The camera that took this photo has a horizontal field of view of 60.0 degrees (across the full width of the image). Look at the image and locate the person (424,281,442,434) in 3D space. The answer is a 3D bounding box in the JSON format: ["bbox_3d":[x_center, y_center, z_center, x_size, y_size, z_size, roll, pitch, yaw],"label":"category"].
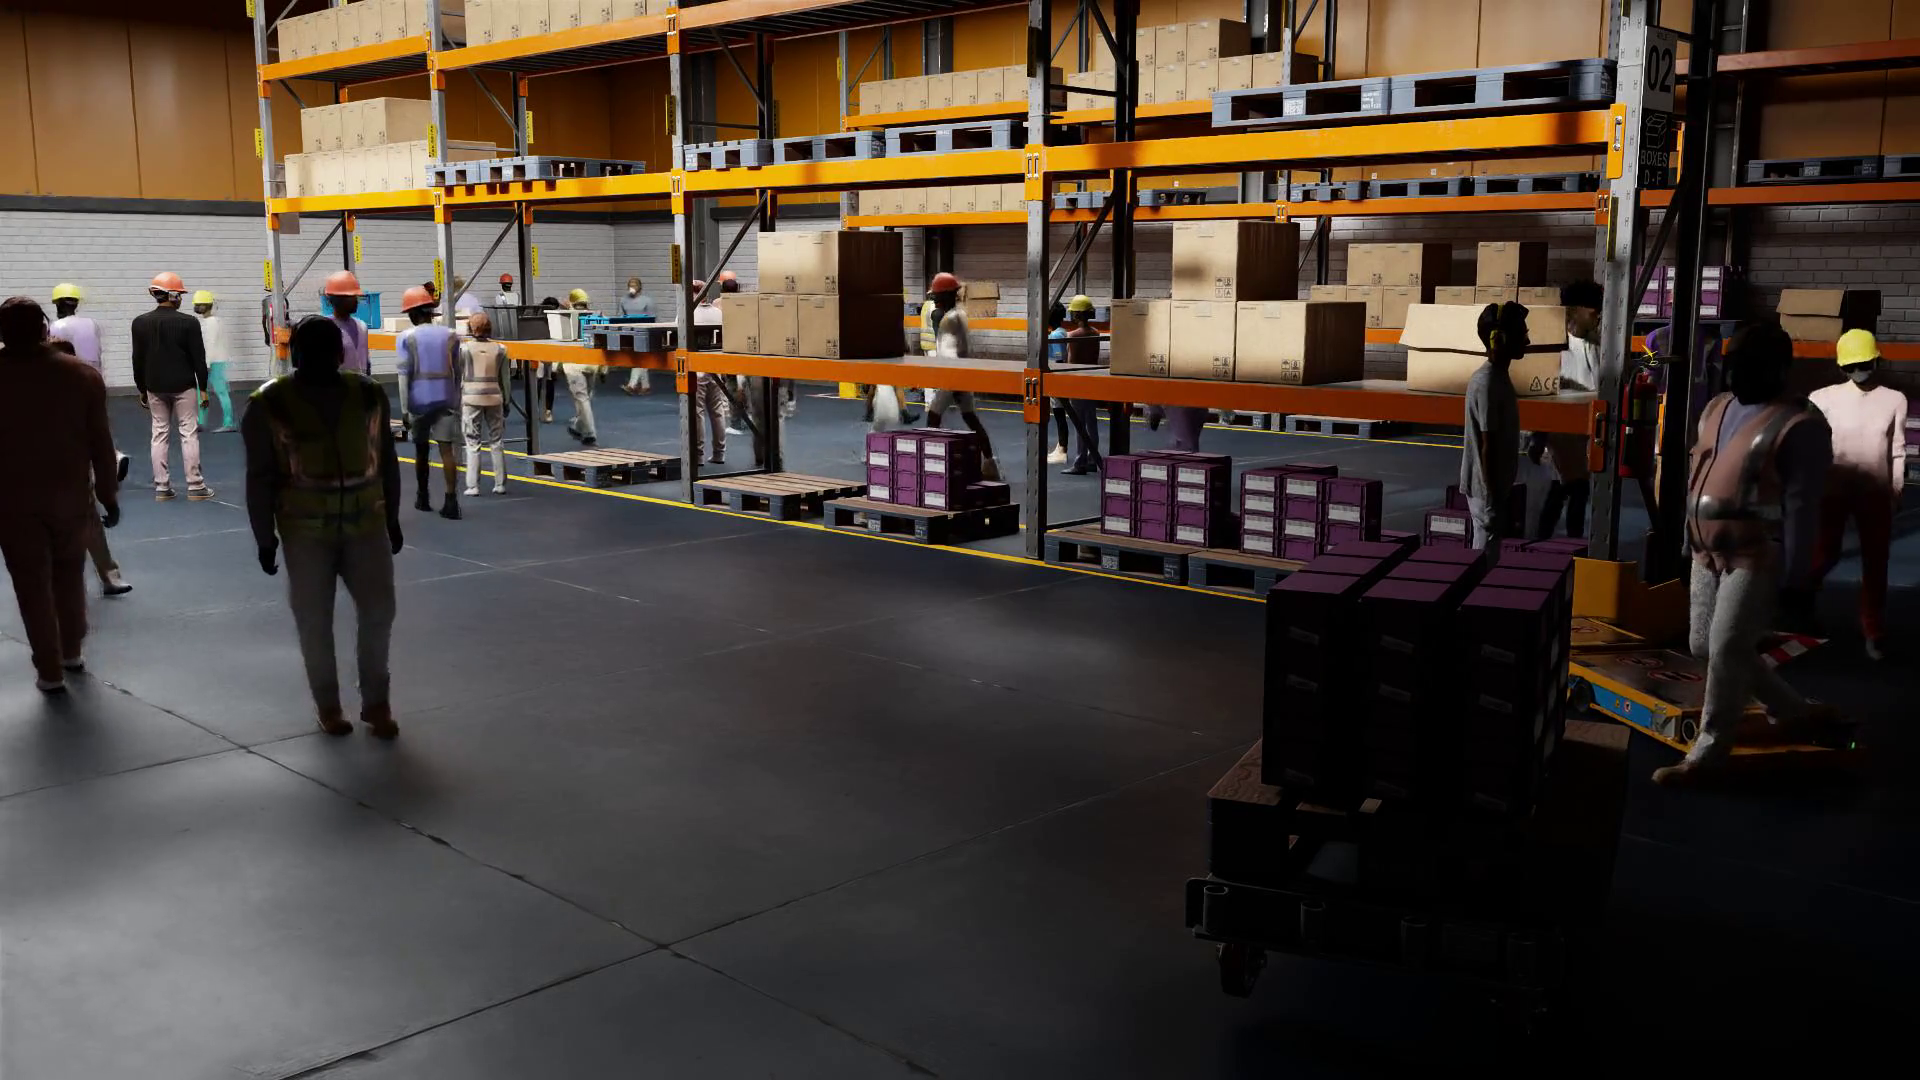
[{"bbox_3d":[-6.436,-2.240,20.469,0.321,1.871,0.532,-6,11,-33],"label":"person"}]

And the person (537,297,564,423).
[{"bbox_3d":[-5.396,-2.342,21.725,0.558,1.652,0.514,-3,10,-20],"label":"person"}]

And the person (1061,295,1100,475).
[{"bbox_3d":[1.196,-1.525,16.397,0.301,1.772,0.524,6,11,32],"label":"person"}]

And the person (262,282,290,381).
[{"bbox_3d":[-11.138,-3.334,27.176,0.516,1.871,0.325,3,10,16],"label":"person"}]

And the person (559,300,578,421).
[{"bbox_3d":[-5.059,-2.329,21.804,0.338,1.623,0.575,-2,9,-10],"label":"person"}]

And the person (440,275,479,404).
[{"bbox_3d":[-7.570,-3.000,24.970,0.662,1.916,0.702,-8,12,-41],"label":"person"}]

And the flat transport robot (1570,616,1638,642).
[{"bbox_3d":[2.739,0.552,8.240,1.431,0.197,0.652,-2,9,-11],"label":"flat transport robot"}]

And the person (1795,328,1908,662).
[{"bbox_3d":[4.719,-0.273,8.838,0.531,1.720,0.809,1,9,6],"label":"person"}]

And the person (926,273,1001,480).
[{"bbox_3d":[-0.103,-1.542,15.855,1.069,1.986,0.628,2,10,14],"label":"person"}]

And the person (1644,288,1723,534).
[{"bbox_3d":[5.420,-0.978,12.539,0.545,1.933,0.376,2,9,13],"label":"person"}]

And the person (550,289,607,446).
[{"bbox_3d":[-4.429,-1.998,19.233,0.596,1.779,0.935,-9,13,-43],"label":"person"}]

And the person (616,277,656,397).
[{"bbox_3d":[-5.191,-3.233,26.514,0.640,1.880,1.043,4,10,23],"label":"person"}]

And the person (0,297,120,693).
[{"bbox_3d":[-4.501,-0.228,8.076,0.681,1.880,0.757,-7,12,-38],"label":"person"}]

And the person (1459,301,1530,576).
[{"bbox_3d":[2.561,-0.200,7.963,0.328,1.872,0.512,2,10,15],"label":"person"}]

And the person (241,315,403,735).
[{"bbox_3d":[-2.678,-0.040,7.111,0.662,1.824,0.603,-6,11,-34],"label":"person"}]

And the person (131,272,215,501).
[{"bbox_3d":[-6.869,-1.331,14.523,0.622,1.989,0.390,0,9,-1],"label":"person"}]

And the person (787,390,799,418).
[{"bbox_3d":[-2.418,-2.545,22.396,0.604,1.852,0.825,1,9,7],"label":"person"}]

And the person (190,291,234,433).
[{"bbox_3d":[-9.298,-2.165,20.364,0.711,1.741,0.547,-6,11,-32],"label":"person"}]

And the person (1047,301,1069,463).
[{"bbox_3d":[1.007,-1.646,17.355,0.318,1.694,0.539,1,9,4],"label":"person"}]

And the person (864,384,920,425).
[{"bbox_3d":[-0.938,-2.442,21.676,0.567,1.877,1.005,-8,12,-40],"label":"person"}]

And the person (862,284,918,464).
[{"bbox_3d":[-0.646,-1.677,16.922,0.848,1.890,0.605,6,11,33],"label":"person"}]

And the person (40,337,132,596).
[{"bbox_3d":[-5.437,-0.429,10.158,0.818,1.597,0.535,6,11,34],"label":"person"}]

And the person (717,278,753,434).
[{"bbox_3d":[-2.772,-2.240,20.353,0.456,1.904,0.628,8,12,41],"label":"person"}]

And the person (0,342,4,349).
[{"bbox_3d":[-8.731,-1.353,14.508,0.957,2.000,0.687,7,12,37],"label":"person"}]

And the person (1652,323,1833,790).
[{"bbox_3d":[3.091,0.070,6.462,0.681,1.821,0.634,-2,9,-10],"label":"person"}]

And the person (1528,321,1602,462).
[{"bbox_3d":[6.380,-1.671,17.101,0.976,1.838,0.593,9,13,42],"label":"person"}]

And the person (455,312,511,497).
[{"bbox_3d":[-4.251,-1.203,14.831,0.525,1.638,0.317,-6,11,-34],"label":"person"}]

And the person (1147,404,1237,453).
[{"bbox_3d":[1.868,-1.072,13.363,0.641,1.853,0.979,-7,12,-38],"label":"person"}]

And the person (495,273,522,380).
[{"bbox_3d":[-8.203,-3.866,30.230,0.354,1.939,0.545,7,12,38],"label":"person"}]

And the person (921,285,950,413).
[{"bbox_3d":[-0.330,-2.695,23.391,0.430,1.836,0.619,-3,10,-17],"label":"person"}]

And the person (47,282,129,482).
[{"bbox_3d":[-8.007,-1.395,15.182,0.598,1.903,0.595,3,10,17],"label":"person"}]

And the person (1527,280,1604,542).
[{"bbox_3d":[4.003,-0.672,10.638,0.622,1.927,0.787,-8,12,-40],"label":"person"}]

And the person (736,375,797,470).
[{"bbox_3d":[-1.939,-1.578,16.742,0.636,1.781,0.942,-2,9,-10],"label":"person"}]

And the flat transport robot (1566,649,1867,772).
[{"bbox_3d":[3.186,0.708,7.280,0.652,0.197,1.431,-2,9,-10],"label":"flat transport robot"}]

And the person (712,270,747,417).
[{"bbox_3d":[-3.149,-2.683,22.794,0.370,1.996,0.622,9,13,43],"label":"person"}]

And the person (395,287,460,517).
[{"bbox_3d":[-4.341,-1.122,13.647,0.539,1.887,0.933,-5,11,-30],"label":"person"}]

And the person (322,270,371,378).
[{"bbox_3d":[-4.948,-1.120,13.189,0.849,2.020,0.609,3,10,17],"label":"person"}]

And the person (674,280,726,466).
[{"bbox_3d":[-2.680,-1.713,17.126,0.399,1.908,0.643,9,13,44],"label":"person"}]
